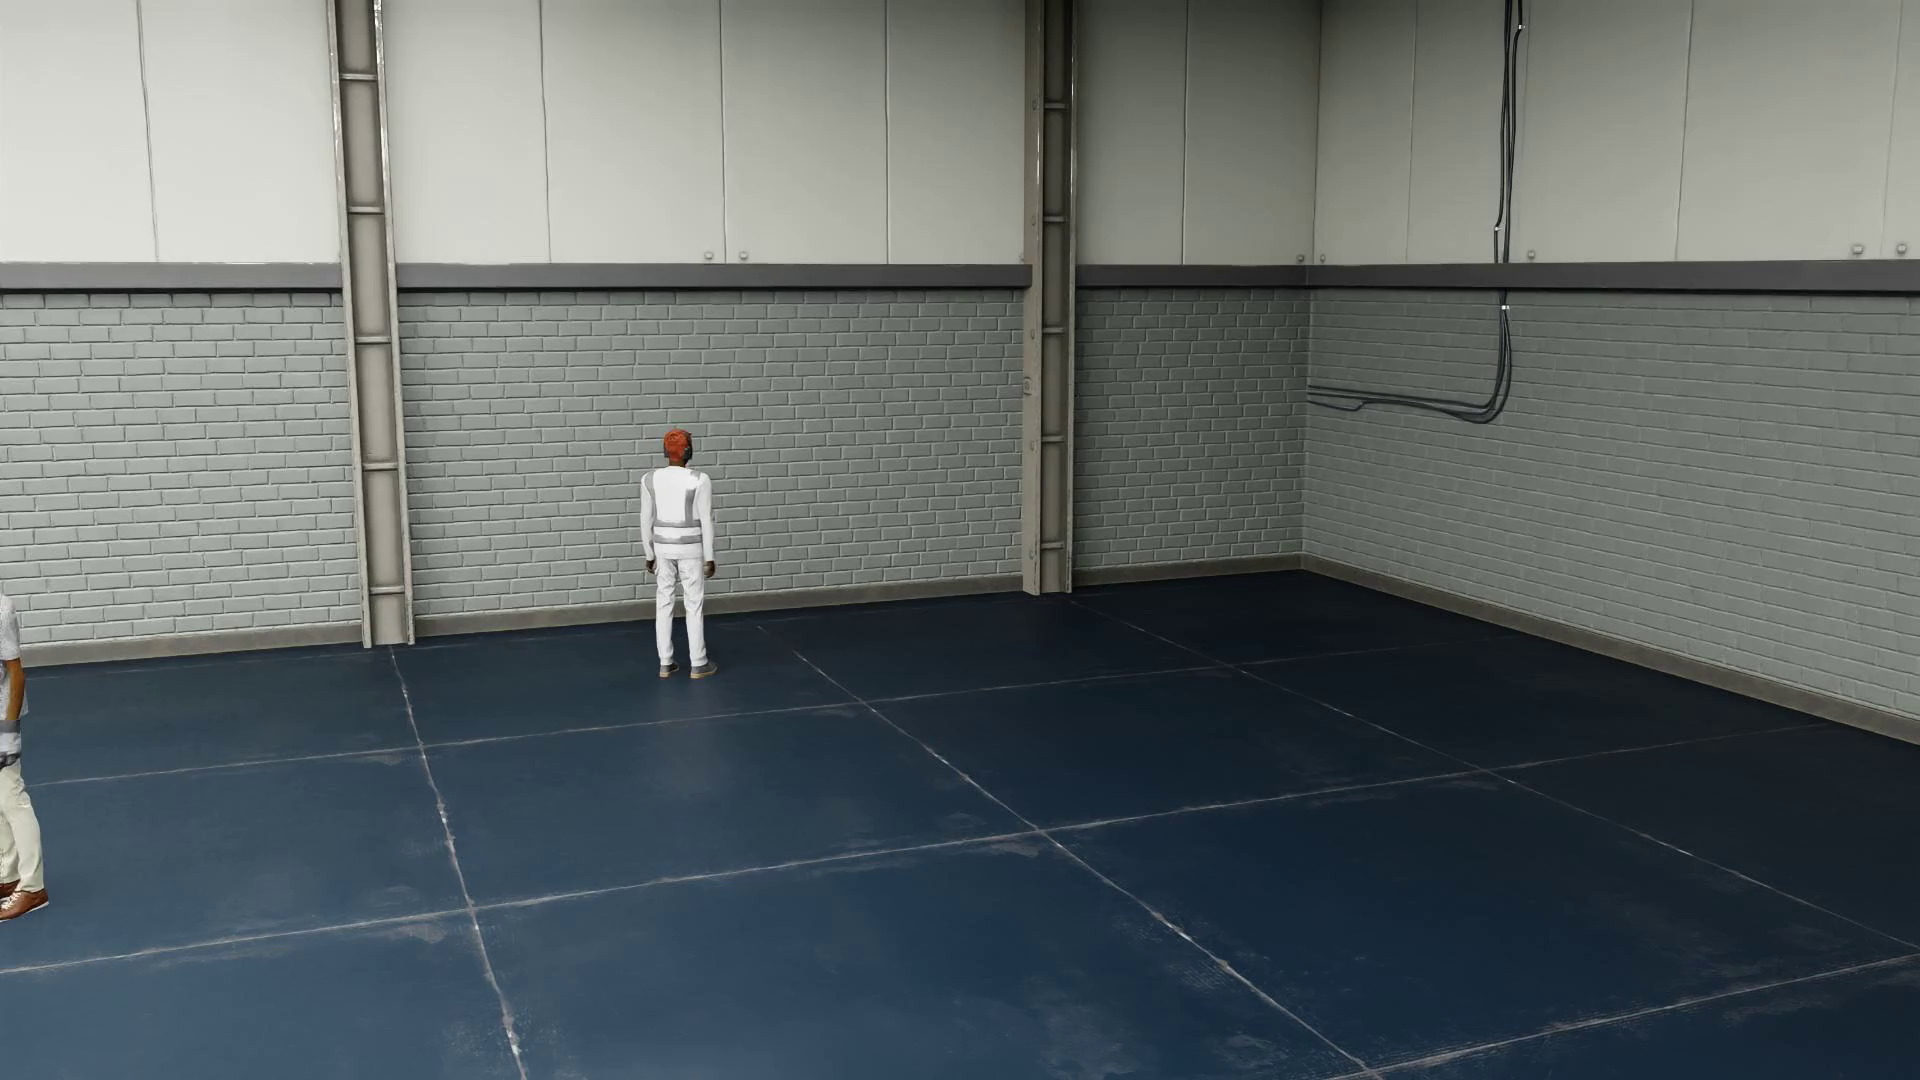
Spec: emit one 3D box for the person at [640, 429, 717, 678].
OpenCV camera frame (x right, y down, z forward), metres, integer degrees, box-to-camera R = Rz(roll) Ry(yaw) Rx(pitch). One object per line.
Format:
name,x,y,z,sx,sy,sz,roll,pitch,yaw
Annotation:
person,-2.115,0.108,12.538,0.575,1.881,0.356,2,9,14

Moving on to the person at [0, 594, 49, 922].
person,-4.578,0.863,7.837,0.514,1.871,0.327,7,12,39
